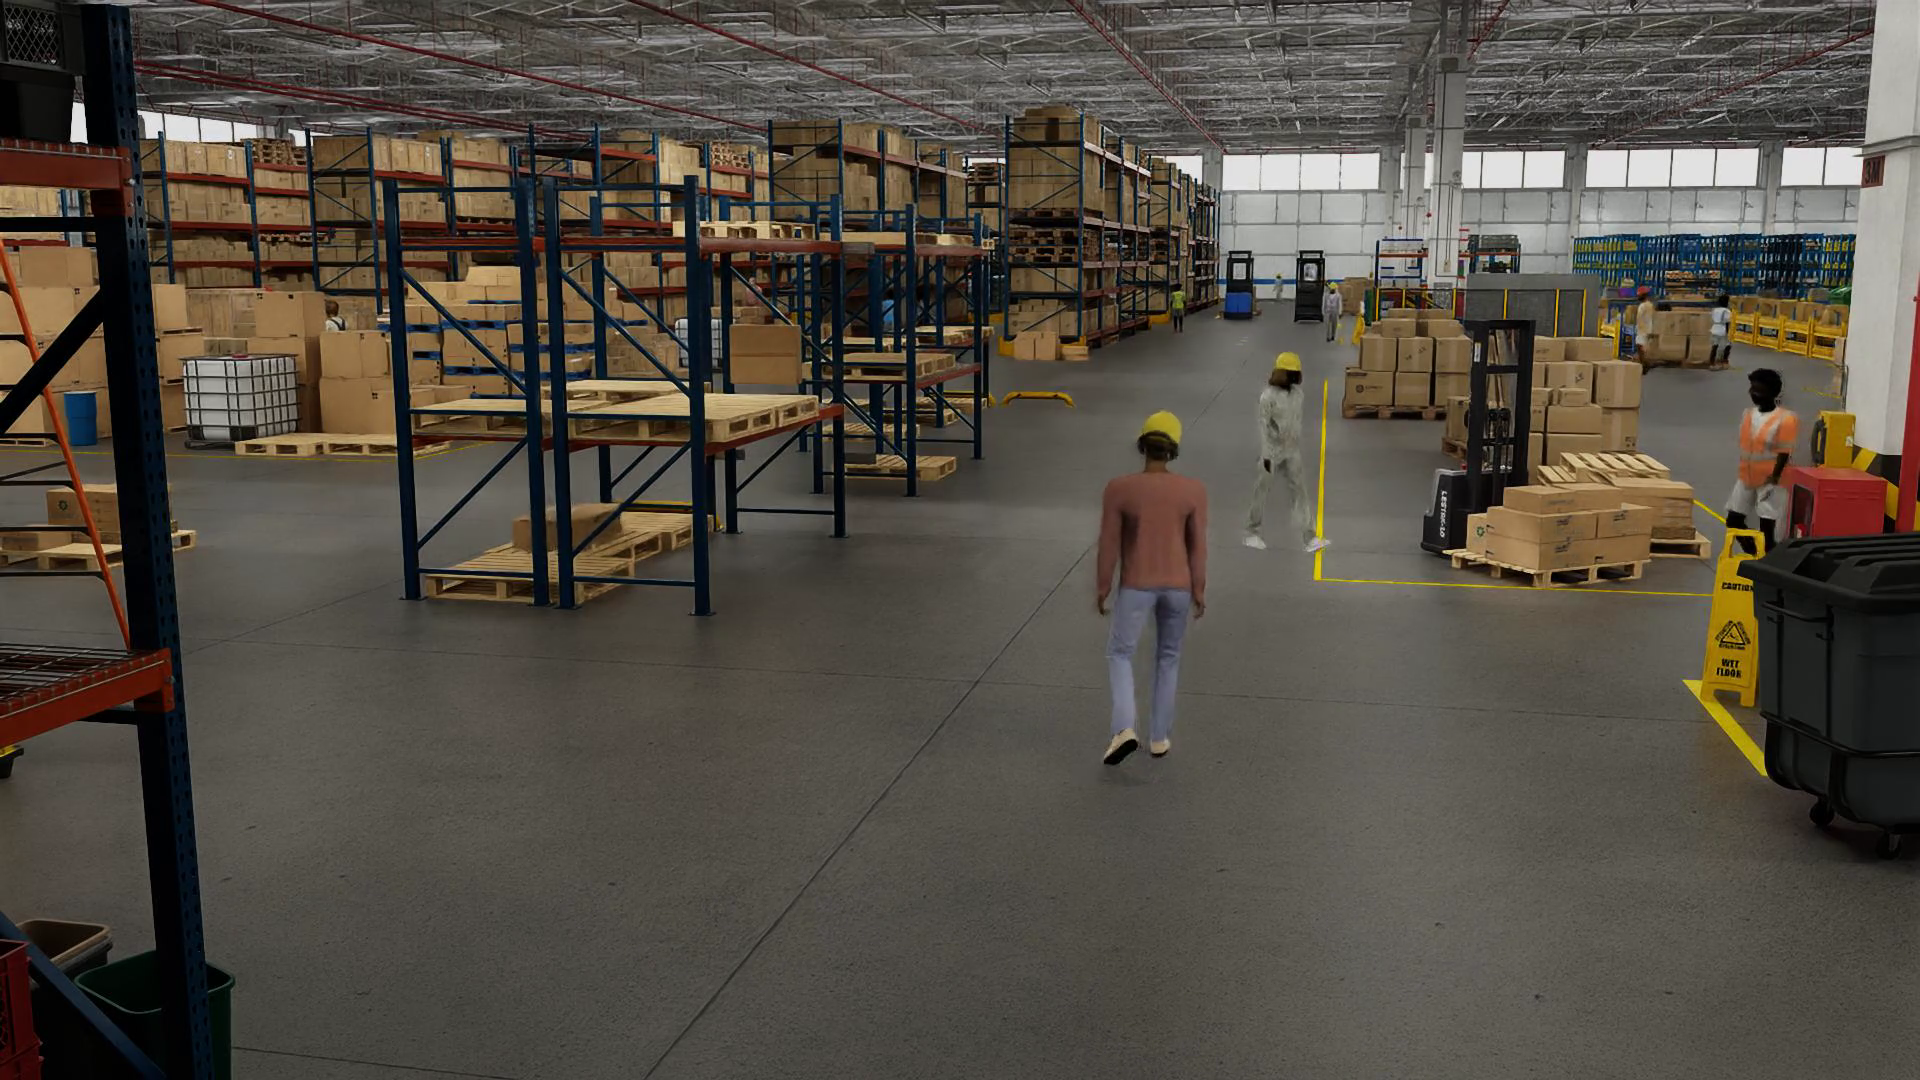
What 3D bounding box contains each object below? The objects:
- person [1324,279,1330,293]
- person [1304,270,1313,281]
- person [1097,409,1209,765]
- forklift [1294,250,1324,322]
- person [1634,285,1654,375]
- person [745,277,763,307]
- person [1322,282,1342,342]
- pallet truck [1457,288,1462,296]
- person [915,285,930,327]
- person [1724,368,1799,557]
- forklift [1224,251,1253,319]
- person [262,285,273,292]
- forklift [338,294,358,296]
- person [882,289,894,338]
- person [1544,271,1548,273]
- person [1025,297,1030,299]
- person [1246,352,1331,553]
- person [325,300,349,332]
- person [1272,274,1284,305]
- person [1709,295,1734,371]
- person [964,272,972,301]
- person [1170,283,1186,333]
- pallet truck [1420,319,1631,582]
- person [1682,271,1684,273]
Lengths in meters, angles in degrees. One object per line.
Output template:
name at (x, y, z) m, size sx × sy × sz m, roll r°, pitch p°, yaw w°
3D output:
person at (15.609, -10.284, 70.819) m, size 0.494 × 1.626 × 0.281 m, roll -2°, pitch 10°, yaw -11°
person at (17.345, -12.577, 83.501) m, size 0.642 × 1.919 × 0.789 m, roll -3°, pitch 10°, yaw -16°
person at (0.954, 0.243, 8.156) m, size 0.548 × 1.742 × 0.647 m, roll 0°, pitch 10°, yaw 0°
forklift at (13.778, -10.002, 65.433) m, size 1.129 × 2.768 × 1.873 m, roll 2°, pitch 10°, yaw 12°
person at (14.557, -4.473, 35.534) m, size 0.417 × 1.917 × 0.565 m, roll 0°, pitch 10°, yaw -1°
person at (-6.532, -7.315, 52.400) m, size 0.643 × 1.909 × 0.410 m, roll 5°, pitch 11°, yaw 29°
person at (11.199, -6.867, 50.087) m, size 0.595 × 1.801 × 0.783 m, roll 2°, pitch 10°, yaw 12°
pallet truck at (20.506, -9.785, 68.819) m, size 0.653 × 1.274 × 1.630 m, roll 2°, pitch 10°, yaw 12°
person at (-0.949, -4.551, 35.984) m, size 0.973 × 1.915 × 0.634 m, roll -1°, pitch 10°, yaw -7°
person at (5.914, -0.428, 12.294) m, size 0.381 × 1.679 × 0.532 m, roll -4°, pitch 10°, yaw -24°
forklift at (11.473, -10.494, 68.350) m, size 1.129 × 2.768 × 1.873 m, roll 2°, pitch 10°, yaw 12°
person at (-14.197, -4.255, 34.189) m, size 0.367 × 1.935 × 0.552 m, roll 1°, pitch 10°, yaw 4°
forklift at (-18.850, -7.681, 51.693) m, size 1.129 × 2.768 × 1.873 m, roll 2°, pitch 10°, yaw 12°
person at (-1.822, -5.822, 44.180) m, size 0.540 × 1.695 × 0.317 m, roll 3°, pitch 10°, yaw 16°
person at (28.187, -11.996, 80.153) m, size 0.652 × 1.913 × 0.405 m, roll 7°, pitch 12°, yaw 35°
person at (2.511, -8.264, 57.926) m, size 0.627 × 1.941 × 0.371 m, roll -9°, pitch 13°, yaw -42°
person at (2.737, -0.725, 14.001) m, size 0.514 × 1.693 × 0.911 m, roll -5°, pitch 11°, yaw -29°
person at (-9.691, -2.799, 25.842) m, size 0.349 × 1.846 × 0.506 m, roll 3°, pitch 10°, yaw 20°
person at (17.107, -13.438, 89.293) m, size 0.918 × 1.692 × 0.503 m, roll 9°, pitch 13°, yaw 42°
person at (16.939, -4.580, 36.857) m, size 0.653 × 1.670 × 0.558 m, roll -3°, pitch 10°, yaw -18°
person at (0.463, -11.476, 76.947) m, size 0.547 × 1.938 × 0.379 m, roll 1°, pitch 10°, yaw 9°
person at (7.375, -7.854, 56.327) m, size 0.542 × 1.654 × 0.859 m, roll 1°, pitch 10°, yaw 4°
pallet truck at (4.543, -0.757, 13.299) m, size 0.823 × 1.965 × 1.885 m, roll -4°, pitch 10°, yaw -22°
person at (35.572, -12.324, 81.799) m, size 0.386 × 1.992 × 0.625 m, roll 8°, pitch 12°, yaw 39°
